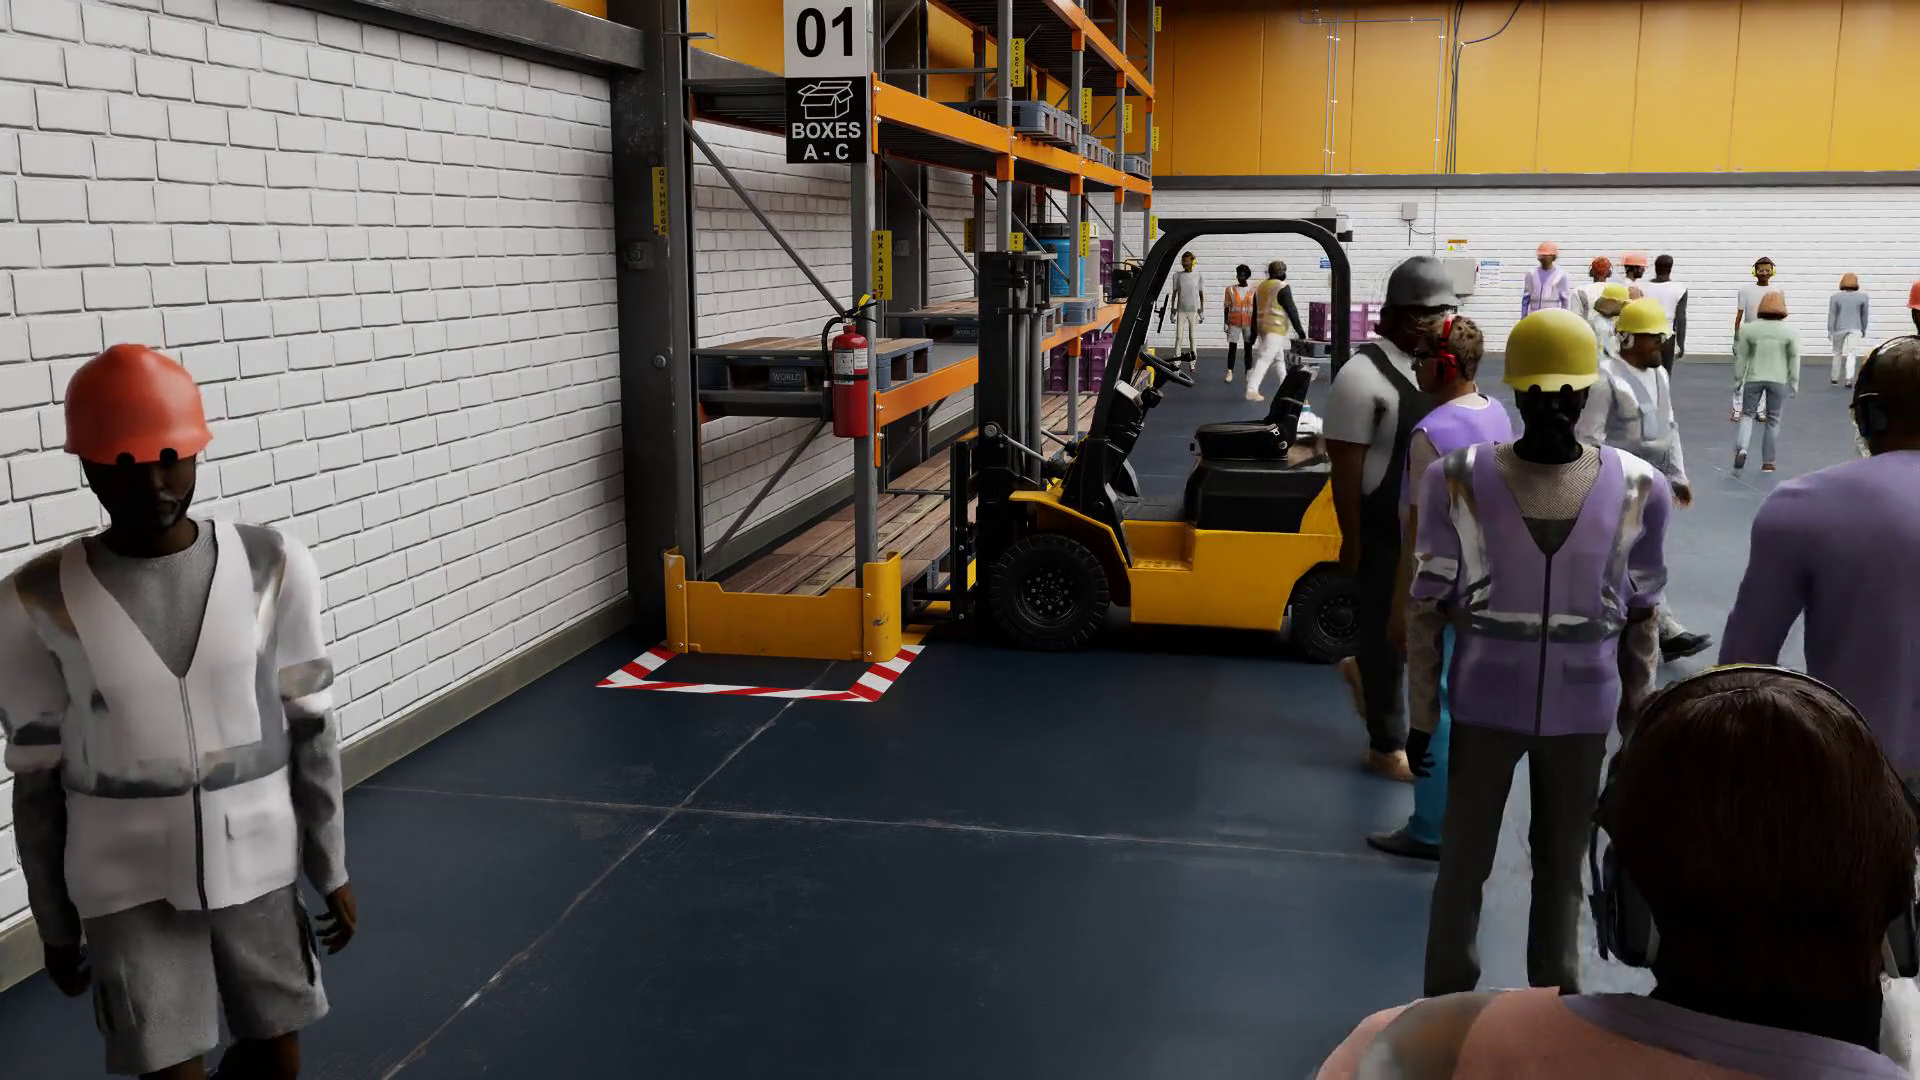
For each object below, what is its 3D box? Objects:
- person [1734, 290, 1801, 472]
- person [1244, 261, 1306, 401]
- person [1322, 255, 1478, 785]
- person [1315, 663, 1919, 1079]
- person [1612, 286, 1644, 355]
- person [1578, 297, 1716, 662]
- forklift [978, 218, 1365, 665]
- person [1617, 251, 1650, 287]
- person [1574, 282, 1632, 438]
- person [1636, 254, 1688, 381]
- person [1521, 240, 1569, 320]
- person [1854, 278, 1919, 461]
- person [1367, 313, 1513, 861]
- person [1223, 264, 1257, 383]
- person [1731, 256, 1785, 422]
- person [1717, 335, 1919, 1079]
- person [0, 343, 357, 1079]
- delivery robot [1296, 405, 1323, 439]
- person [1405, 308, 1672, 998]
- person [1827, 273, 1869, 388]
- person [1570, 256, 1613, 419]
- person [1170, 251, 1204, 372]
[{"bbox_3d":[7.135,-1.391,14.716,0.520,1.624,0.530,7,13,34],"label":"person"},{"bbox_3d":[4.017,-2.673,21.320,0.990,1.792,0.620,-4,11,-21],"label":"person"},{"bbox_3d":[1.716,-0.100,6.492,0.692,2.000,0.690,-6,12,-31],"label":"person"},{"bbox_3d":[0.513,0.992,1.211,0.658,1.785,0.988,7,13,36],"label":"person"},{"bbox_3d":[6.924,-1.844,17.321,0.865,1.591,0.500,-9,14,-40],"label":"person"},{"bbox_3d":[3.403,-0.303,8.288,0.612,1.781,0.923,-8,13,-38],"label":"person"},{"bbox_3d":[1.285,-0.567,8.635,2.313,2.155,1.214,2,11,11],"label":"forklift"},{"bbox_3d":[8.012,-2.476,19.862,0.668,1.910,0.572,1,10,7],"label":"person"},{"bbox_3d":[5.469,-1.389,14.465,0.609,1.708,0.484,4,11,19],"label":"person"},{"bbox_3d":[7.834,-2.256,18.716,0.595,1.905,0.555,8,13,36],"label":"person"},{"bbox_3d":[7.898,-3.028,22.540,0.617,2.041,0.392,9,13,39],"label":"person"},{"bbox_3d":[4.525,-0.297,7.860,0.551,1.935,0.375,2,11,11],"label":"person"},{"bbox_3d":[1.645,0.170,5.573,0.389,1.842,0.576,9,14,41],"label":"person"},{"bbox_3d":[4.048,-3.104,23.896,0.540,1.698,0.318,2,11,11],"label":"person"},{"bbox_3d":[9.030,-2.258,18.822,0.532,1.859,0.310,2,11,11],"label":"person"},{"bbox_3d":[2.066,0.499,3.687,0.645,1.894,1.042,1,10,5],"label":"person"},{"bbox_3d":[-1.442,0.586,3.088,0.553,1.919,0.775,-7,12,-33],"label":"person"},{"bbox_3d":[3.139,-0.987,15.174,0.477,0.478,0.707,2,10,12],"label":"delivery robot"},{"bbox_3d":[1.385,0.406,4.034,0.593,1.924,0.384,2,11,11],"label":"person"},{"bbox_3d":[12.364,-2.920,23.172,0.509,1.596,0.841,5,11,25],"label":"person"},{"bbox_3d":[6.777,-2.069,17.719,0.584,1.882,0.337,2,11,13],"label":"person"},{"bbox_3d":[3.528,-3.535,25.811,0.532,1.864,0.314,2,11,11],"label":"person"}]
